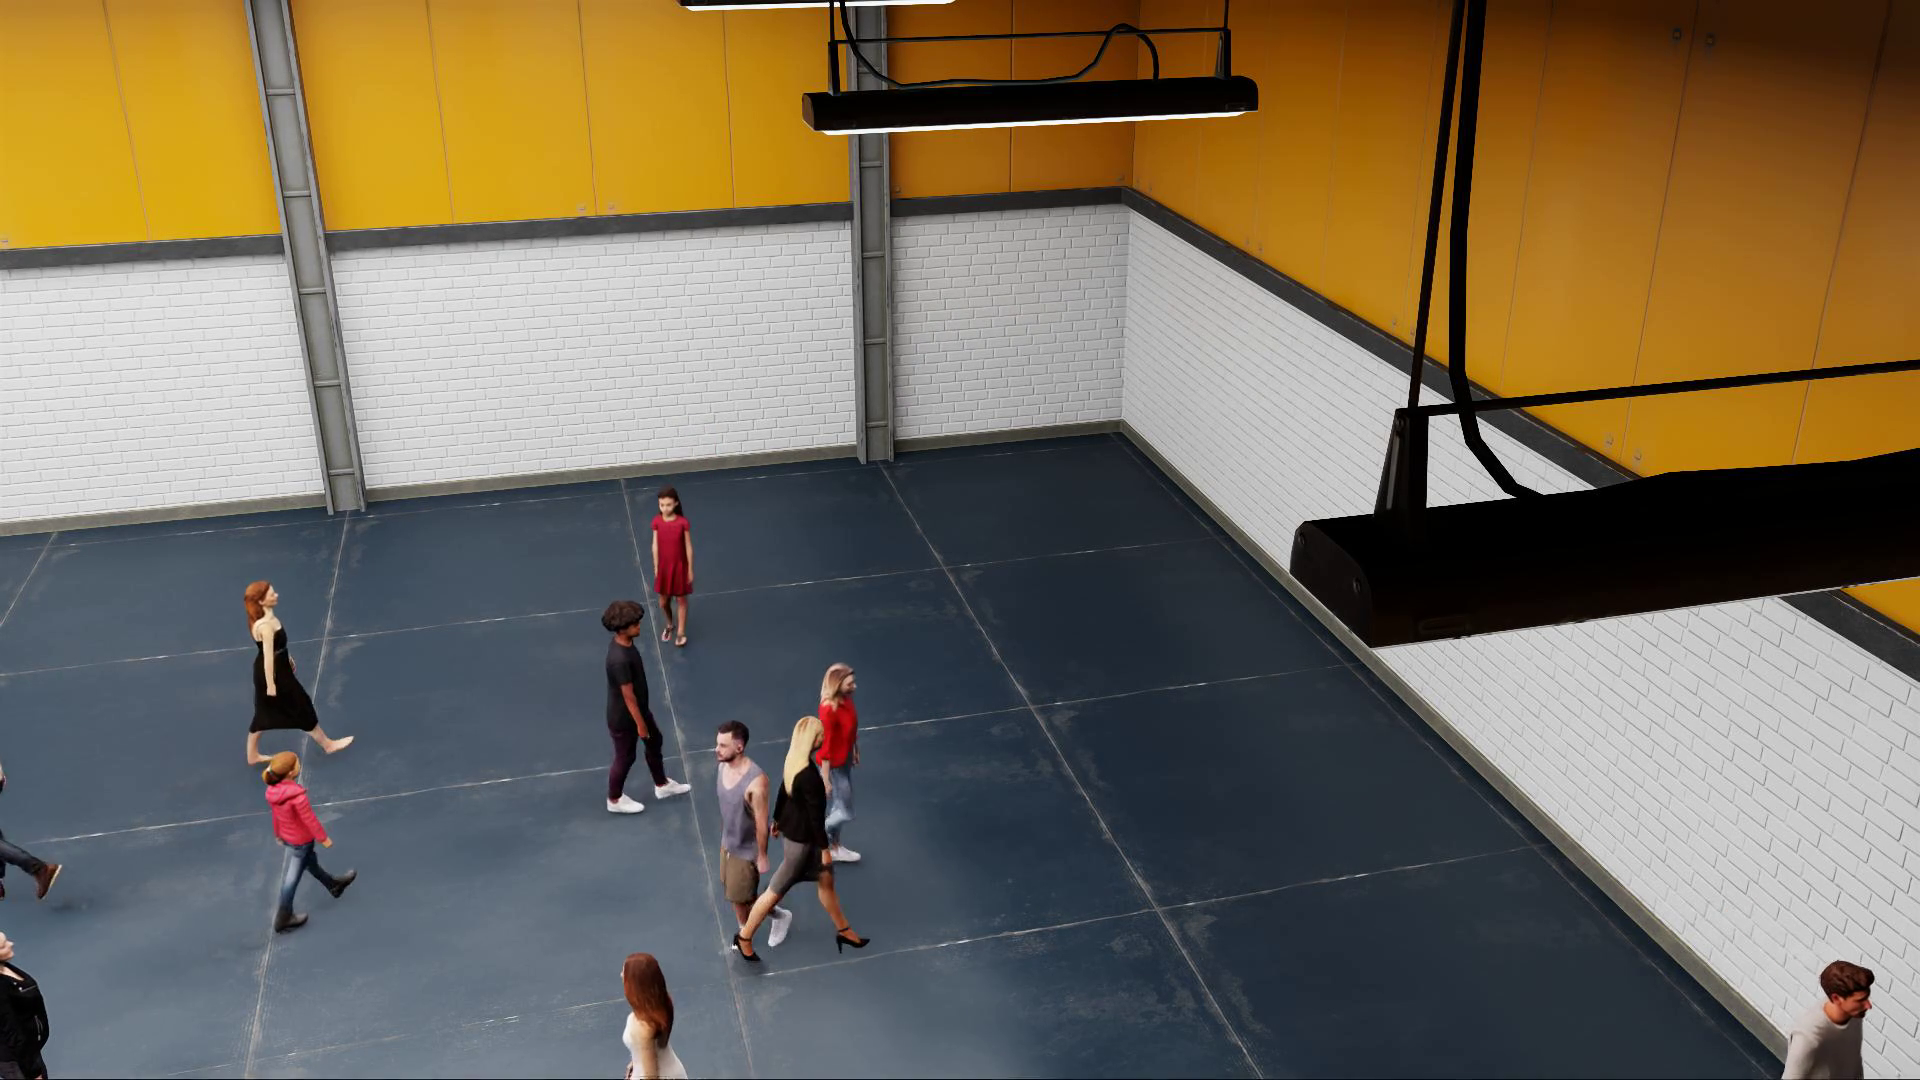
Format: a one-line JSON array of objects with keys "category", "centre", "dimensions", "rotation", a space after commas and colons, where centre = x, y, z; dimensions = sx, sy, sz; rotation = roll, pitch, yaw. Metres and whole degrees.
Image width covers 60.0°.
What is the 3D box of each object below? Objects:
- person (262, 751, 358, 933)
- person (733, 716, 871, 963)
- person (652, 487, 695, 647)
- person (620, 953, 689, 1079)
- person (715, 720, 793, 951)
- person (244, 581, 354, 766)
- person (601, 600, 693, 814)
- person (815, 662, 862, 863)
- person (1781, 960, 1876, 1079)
[{"category": "person", "centre": [-4.574, 2.076, 11.322], "dimensions": [0.792, 1.282, 0.959], "rotation": [21, 31, 40]}, {"category": "person", "centre": [-1.130, 2.014, 10.829], "dimensions": [1.123, 1.791, 0.634], "rotation": [-6, 24, -13]}, {"category": "person", "centre": [-2.603, 0.205, 15.273], "dimensions": [0.618, 1.544, 0.668], "rotation": [0, 24, 0]}, {"category": "person", "centre": [-1.533, 2.926, 8.866], "dimensions": [0.870, 1.691, 0.748], "rotation": [5, 24, 11]}, {"category": "person", "centre": [-1.378, 1.991, 11.079], "dimensions": [0.902, 1.834, 0.805], "rotation": [-20, 30, -37]}, {"category": "person", "centre": [-5.535, 1.101, 13.177], "dimensions": [1.078, 1.582, 0.713], "rotation": [-11, 26, -23]}, {"category": "person", "centre": [-2.585, 1.273, 12.565], "dimensions": [0.918, 1.758, 0.740], "rotation": [-2, 24, -5]}, {"category": "person", "centre": [-0.944, 1.615, 11.871], "dimensions": [0.826, 1.687, 0.807], "rotation": [5, 24, 11]}, {"category": "person", "centre": [4.336, 2.928, 8.661], "dimensions": [1.236, 1.851, 1.089], "rotation": [-19, 30, -36]}]
